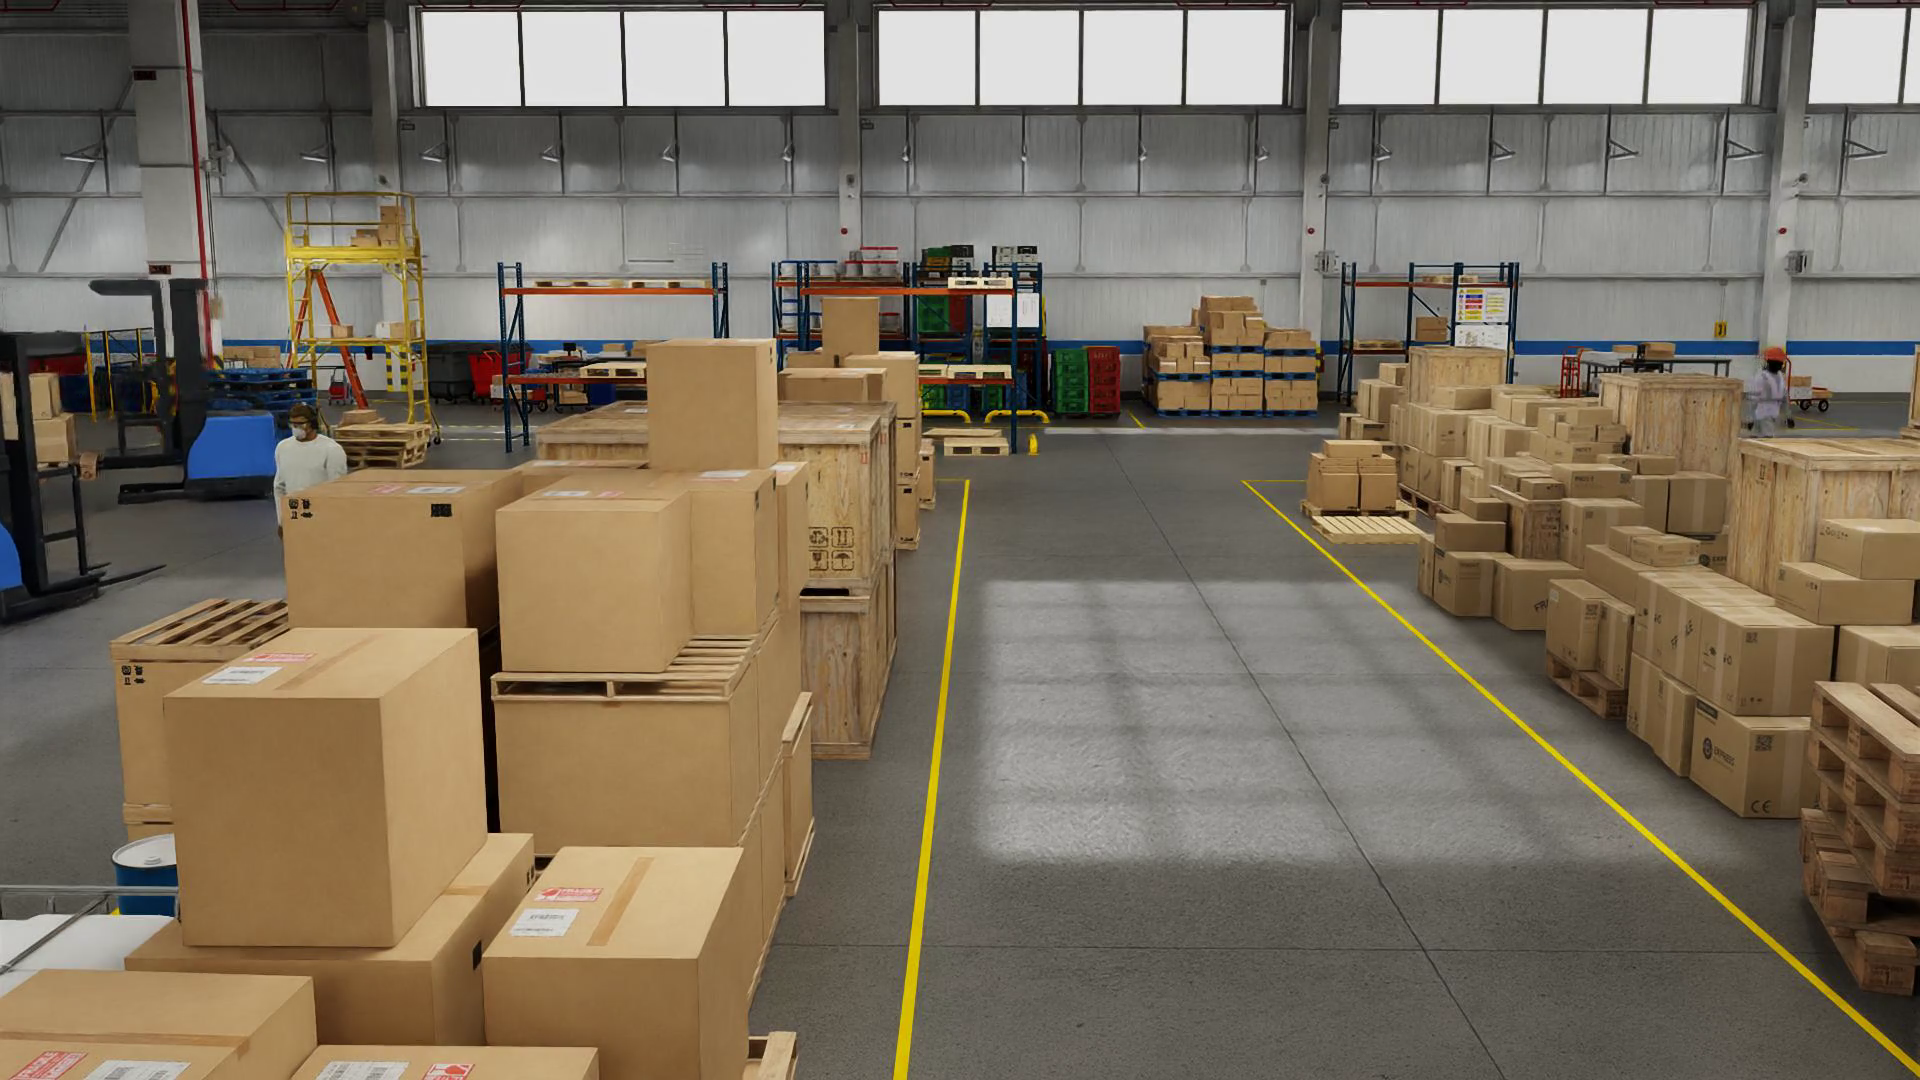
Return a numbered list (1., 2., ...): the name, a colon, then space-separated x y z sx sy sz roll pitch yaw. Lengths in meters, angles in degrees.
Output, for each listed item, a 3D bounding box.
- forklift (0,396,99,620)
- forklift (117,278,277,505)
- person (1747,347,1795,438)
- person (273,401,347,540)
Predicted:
1. forklift: -8.459 -0.710 13.886 1.129 2.768 1.873 2 10 13
2. forklift: -9.811 -1.938 21.241 1.873 2.768 1.129 -4 10 -25
3. person: 11.150 -1.696 22.810 0.551 1.869 1.025 -5 11 -30
4. person: -5.207 -0.146 13.336 0.630 1.938 0.373 2 10 12
